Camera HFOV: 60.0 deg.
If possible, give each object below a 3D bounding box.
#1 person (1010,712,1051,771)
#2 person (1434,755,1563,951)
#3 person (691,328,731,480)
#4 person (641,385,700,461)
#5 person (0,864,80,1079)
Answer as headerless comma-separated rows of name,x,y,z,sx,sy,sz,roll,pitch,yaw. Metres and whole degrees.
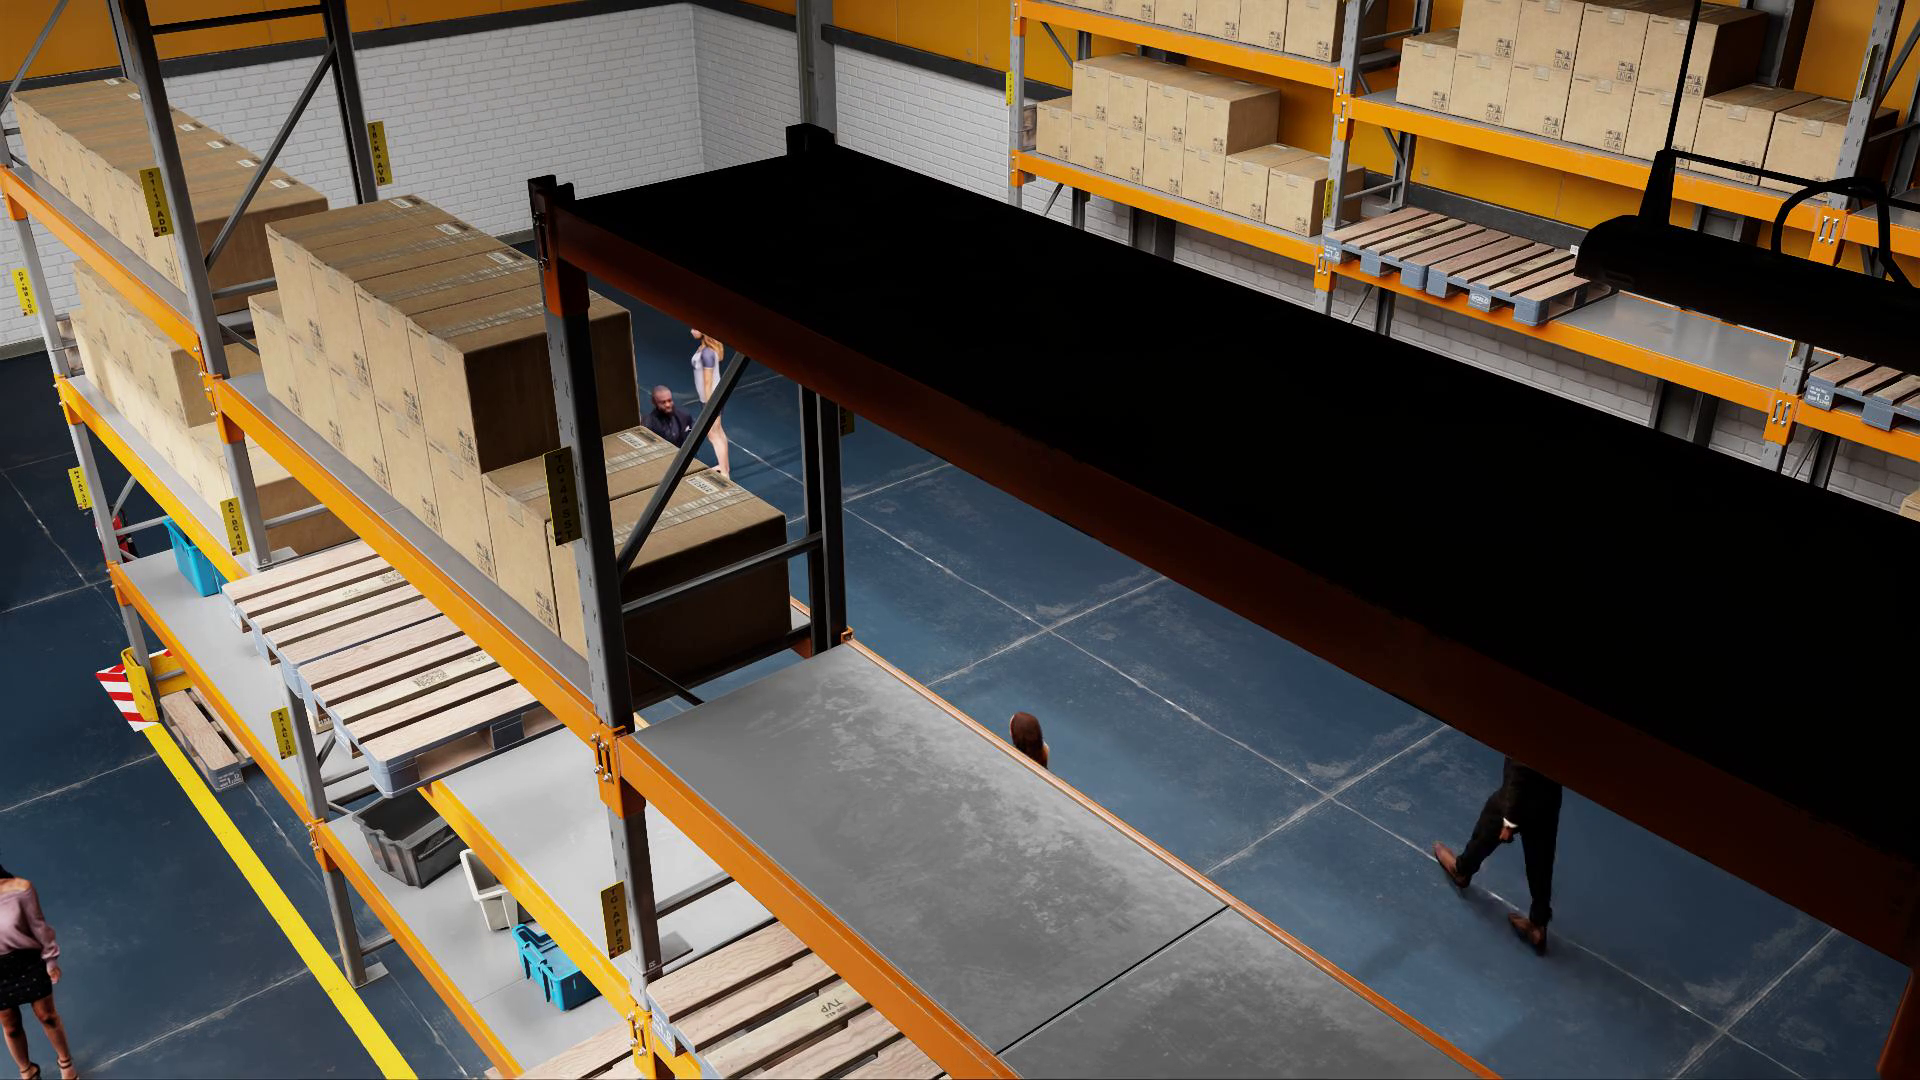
person,0.480,1.758,10.664,0.606,1.481,0.611,20,34,32
person,3.603,1.714,10.354,0.926,1.855,1.299,-13,31,-23
person,-2.398,-1.375,16.151,0.739,1.726,0.644,-3,29,-6
person,-2.548,-0.544,14.546,0.691,1.805,0.882,-22,36,-35
person,-5.217,2.384,9.173,0.680,1.810,0.620,-13,31,-22
